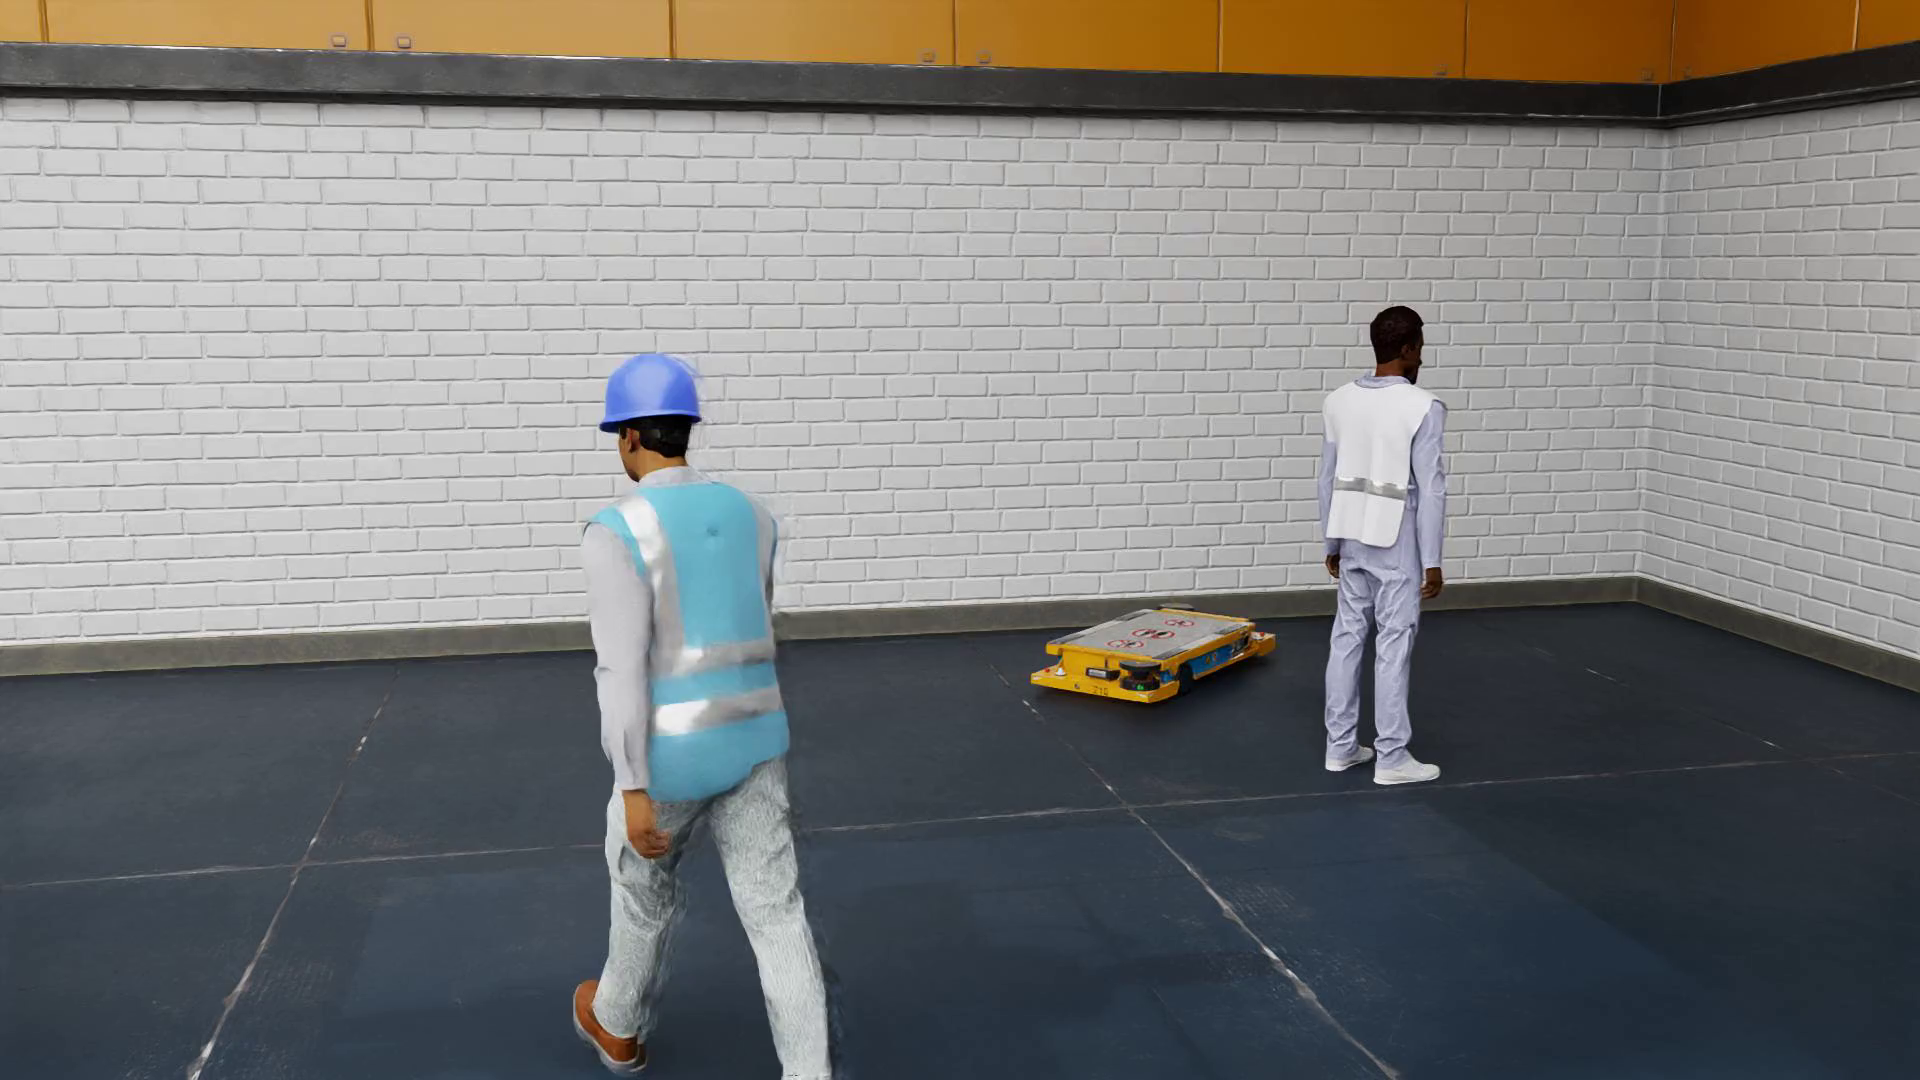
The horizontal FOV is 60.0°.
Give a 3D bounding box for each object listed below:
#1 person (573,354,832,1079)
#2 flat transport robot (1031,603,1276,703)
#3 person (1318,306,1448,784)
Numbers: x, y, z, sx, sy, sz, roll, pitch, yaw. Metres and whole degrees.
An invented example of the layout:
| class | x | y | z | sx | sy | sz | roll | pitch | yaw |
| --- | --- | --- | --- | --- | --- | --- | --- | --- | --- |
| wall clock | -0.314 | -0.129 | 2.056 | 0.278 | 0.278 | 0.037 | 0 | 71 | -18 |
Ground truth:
| class | x | y | z | sx | sy | sz | roll | pitch | yaw |
| --- | --- | --- | --- | --- | --- | --- | --- | --- | --- |
| person | -0.646 | 0.498 | 3.997 | 1.038 | 1.871 | 0.599 | 9 | 13 | 43 |
| flat transport robot | 1.016 | 0.555 | 8.475 | 0.652 | 0.197 | 1.431 | 6 | 11 | 34 |
| person | 1.691 | 0.022 | 6.713 | 0.386 | 1.918 | 0.590 | -7 | 11 | -35 |
